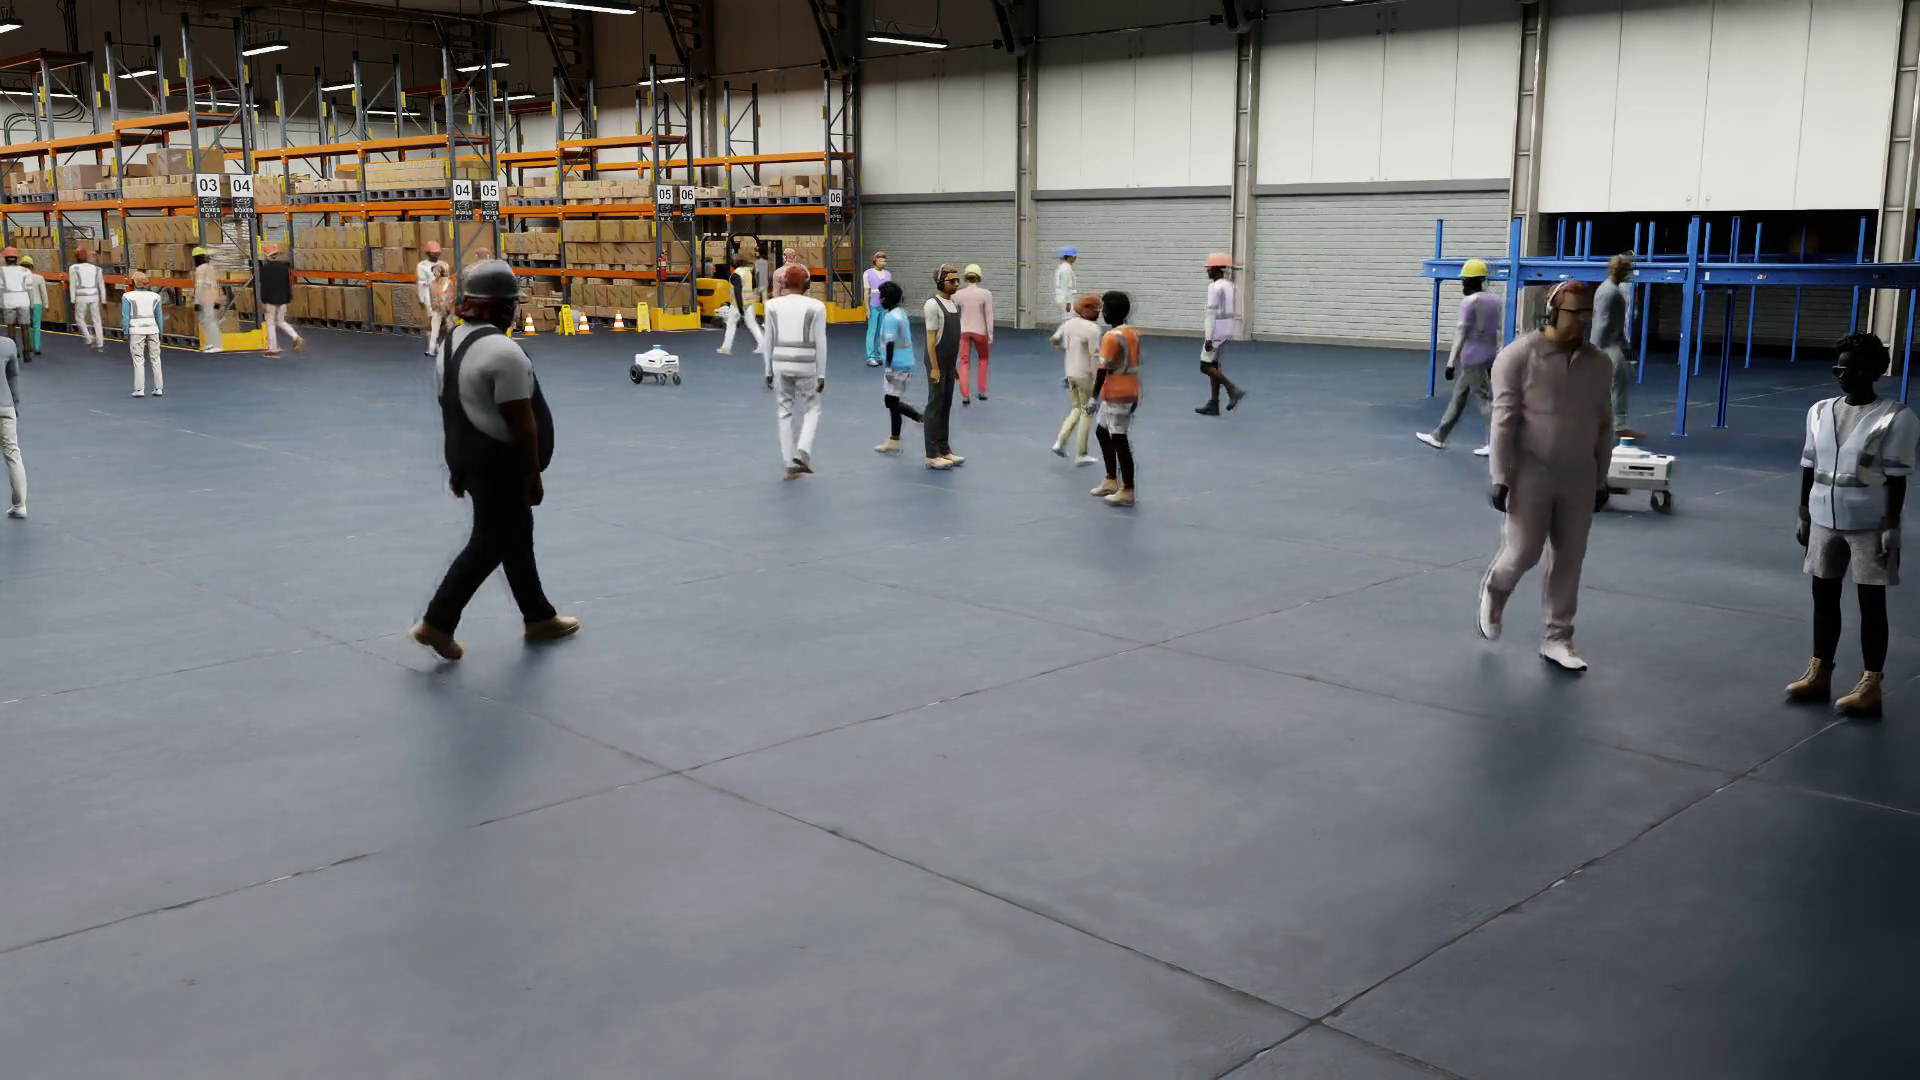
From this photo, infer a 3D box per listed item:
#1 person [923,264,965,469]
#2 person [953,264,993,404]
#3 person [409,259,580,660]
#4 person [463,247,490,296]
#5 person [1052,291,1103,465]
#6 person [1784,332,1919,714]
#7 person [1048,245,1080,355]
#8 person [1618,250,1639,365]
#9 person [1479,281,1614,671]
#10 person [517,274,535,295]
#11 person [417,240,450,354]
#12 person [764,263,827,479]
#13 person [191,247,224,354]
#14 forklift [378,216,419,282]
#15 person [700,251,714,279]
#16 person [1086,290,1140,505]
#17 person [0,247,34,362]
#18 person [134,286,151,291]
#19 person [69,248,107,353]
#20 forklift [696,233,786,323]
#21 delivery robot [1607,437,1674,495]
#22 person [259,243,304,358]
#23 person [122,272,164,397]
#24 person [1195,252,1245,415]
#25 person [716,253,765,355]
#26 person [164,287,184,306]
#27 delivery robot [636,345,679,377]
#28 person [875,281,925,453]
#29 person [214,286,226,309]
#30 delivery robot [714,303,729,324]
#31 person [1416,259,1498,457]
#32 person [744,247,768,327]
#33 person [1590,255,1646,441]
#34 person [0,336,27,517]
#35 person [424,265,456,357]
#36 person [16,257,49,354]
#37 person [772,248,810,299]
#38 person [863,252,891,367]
[{"bbox_3d":[-0.149,-1.593,15.244,0.348,1.847,0.505,5,11,25],"label":"person"},{"bbox_3d":[0.172,-2.602,20.999,0.556,1.739,0.703,3,11,14],"label":"person"},{"bbox_3d":[-2.396,-0.412,8.393,0.966,2.000,0.690,-9,14,-40],"label":"person"},{"bbox_3d":[-8.287,-4.132,28.946,0.663,1.898,0.467,-3,11,-14],"label":"person"},{"bbox_3d":[1.131,-1.490,15.348,0.341,1.605,0.540,-6,12,-28],"label":"person"},{"bbox_3d":[3.981,-0.082,7.437,0.323,1.689,0.530,-6,12,-28],"label":"person"},{"bbox_3d":[1.903,-4.282,29.671,0.464,1.931,0.637,0,10,1],"label":"person"},{"bbox_3d":[10.950,-3.827,27.362,0.312,1.869,0.538,-6,12,-29],"label":"person"},{"bbox_3d":[2.907,-0.330,8.222,0.661,1.892,0.607,-2,11,-10],"label":"person"},{"bbox_3d":[-12.522,-7.638,47.965,0.552,1.934,0.364,-8,13,-37],"label":"person"},{"bbox_3d":[-9.488,-4.373,29.937,0.625,2.021,0.624,10,14,43],"label":"person"},{"bbox_3d":[-1.436,-1.470,14.516,0.592,1.874,0.418,2,11,11],"label":"person"},{"bbox_3d":[-13.600,-4.316,29.961,0.609,1.886,0.720,0,10,-2],"label":"person"},{"bbox_3d":[-17.868,-9.201,54.028,1.873,2.768,1.129,-10,14,-44],"label":"forklift"},{"bbox_3d":[-6.293,-6.394,41.817,0.506,1.698,0.832,9,14,39],"label":"person"},{"bbox_3d":[1.169,-1.122,13.122,0.533,1.682,0.538,4,11,20],"label":"person"},{"bbox_3d":[-15.926,-3.978,28.070,0.548,1.914,0.676,-6,12,-28],"label":"person"},{"bbox_3d":[-20.042,-6.135,40.595,0.397,1.621,0.536,6,12,29],"label":"person"},{"bbox_3d":[-15.800,-4.331,30.103,0.516,1.873,0.657,9,14,40],"label":"person"},{"bbox_3d":[-5.496,-6.489,41.108,2.313,2.155,1.214,-10,14,-44],"label":"forklift"},{"bbox_3d":[5.199,-0.560,12.999,0.707,0.478,0.477,4,11,23],"label":"delivery robot"},{"bbox_3d":[-11.811,-4.143,28.803,0.692,1.975,0.623,4,11,23],"label":"person"},{"bbox_3d":[-10.755,-2.709,21.923,0.311,1.633,0.519,9,14,41],"label":"person"},{"bbox_3d":[3.070,-2.424,19.575,0.551,1.917,0.558,6,12,28],"label":"person"},{"bbox_3d":[-3.878,-4.216,29.701,0.957,1.803,0.621,4,11,20],"label":"person"},{"bbox_3d":[-18.936,-6.136,39.907,0.962,1.896,0.643,-2,11,-9],"label":"person"},{"bbox_3d":[-4.348,-2.555,23.878,0.477,0.478,0.707,-9,14,-42],"label":"delivery robot"},{"bbox_3d":[-0.523,-1.661,16.074,0.591,1.671,0.571,2,11,11],"label":"person"},{"bbox_3d":[-17.149,-5.779,38.002,0.618,1.873,0.970,-7,13,-34],"label":"person"},{"bbox_3d":[-5.423,-5.236,38.493,0.477,0.478,0.707,-5,12,-27],"label":"delivery robot"},{"bbox_3d":[4.900,-1.765,16.093,0.974,1.870,0.609,9,14,40],"label":"person"},{"bbox_3d":[-4.715,-5.887,38.686,0.808,1.841,0.526,6,12,28],"label":"person"},{"bbox_3d":[6.694,-1.964,17.116,0.859,1.907,0.675,4,11,20],"label":"person"},{"bbox_3d":[-7.205,-0.955,12.344,0.285,1.633,0.497,5,11,24],"label":"person"},{"bbox_3d":[-9.050,-3.990,29.011,0.514,1.591,0.847,2,11,12],"label":"person"},{"bbox_3d":[-16.665,-4.207,29.850,0.545,1.720,0.902,-4,11,-23],"label":"person"},{"bbox_3d":[-2.735,-3.754,26.901,0.636,1.899,0.402,-5,11,-25],"label":"person"},{"bbox_3d":[-1.342,-3.760,27.087,0.390,1.838,0.563,10,14,42],"label":"person"}]
